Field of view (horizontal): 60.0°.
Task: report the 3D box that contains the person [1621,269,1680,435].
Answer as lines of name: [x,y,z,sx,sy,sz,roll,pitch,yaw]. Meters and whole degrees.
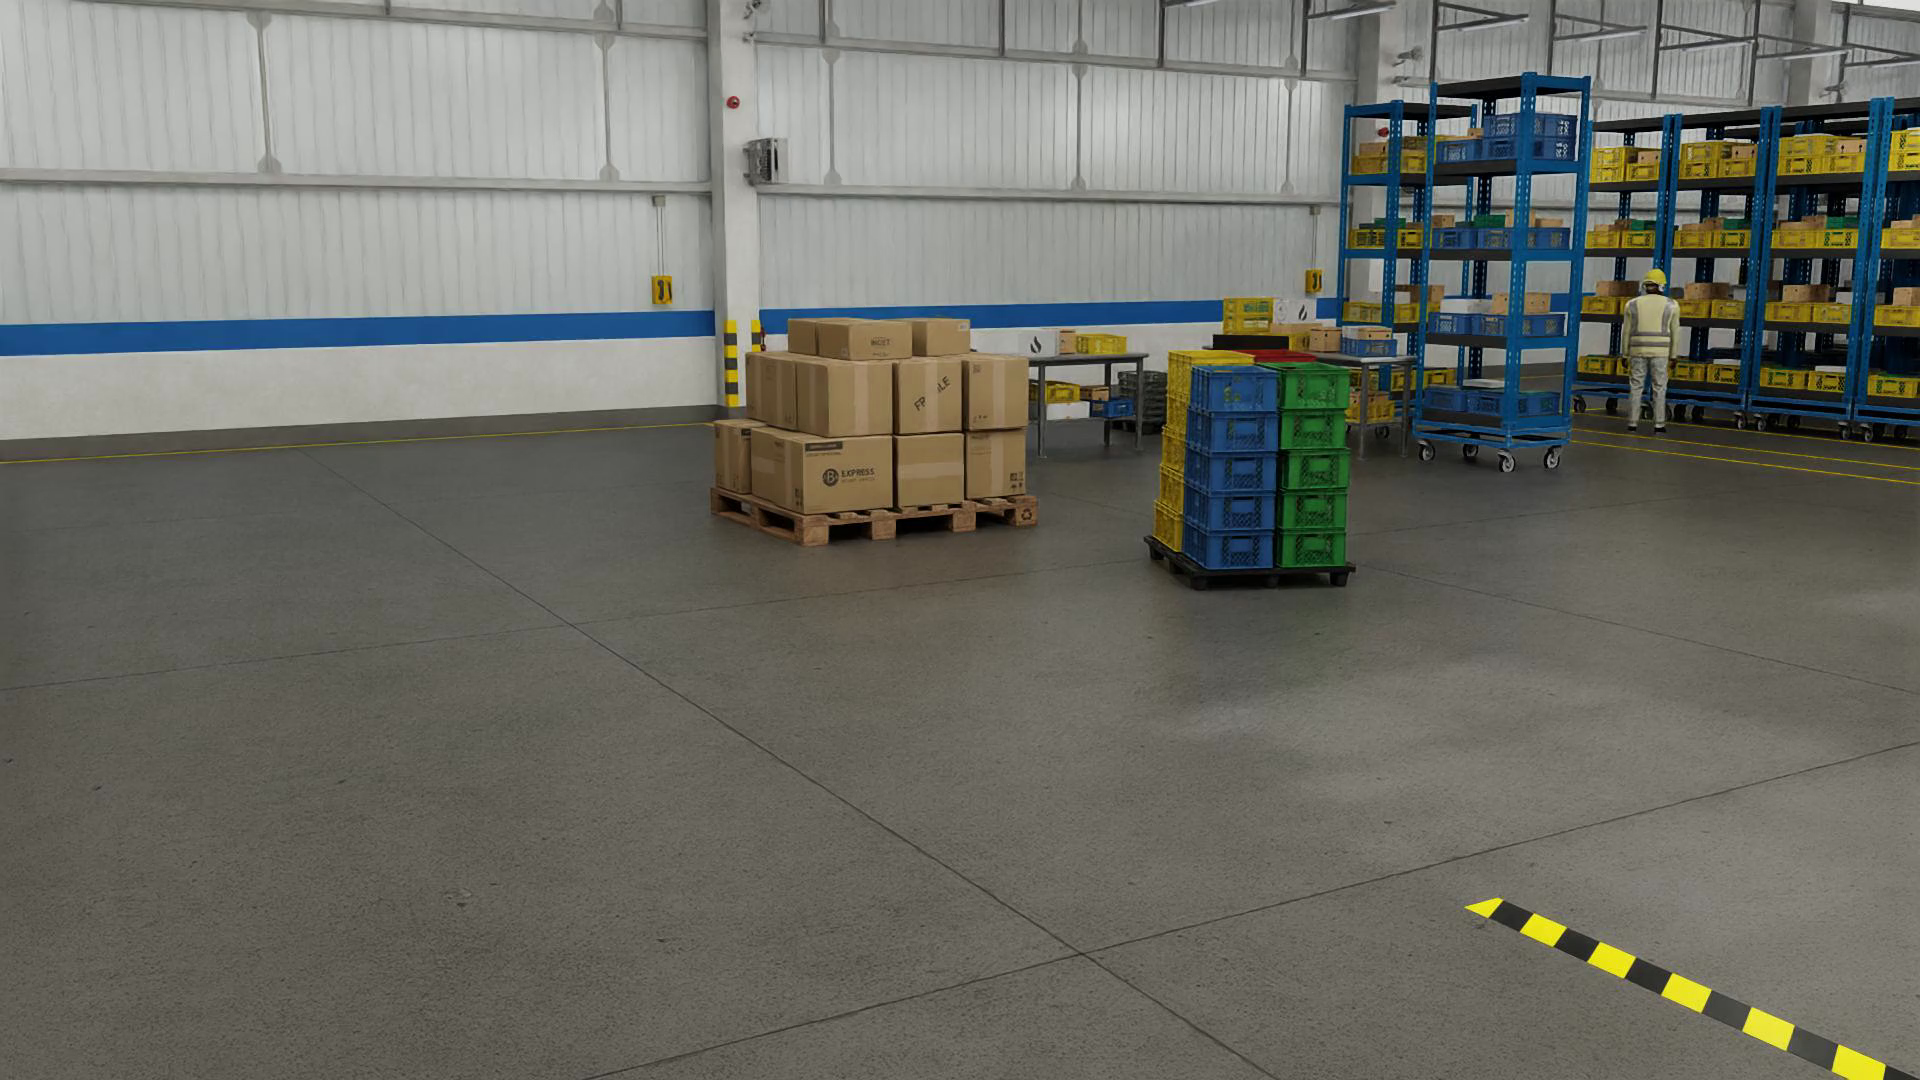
person: [7.616,-2.068,18.369,0.592,1.825,0.404,5,11,28]
